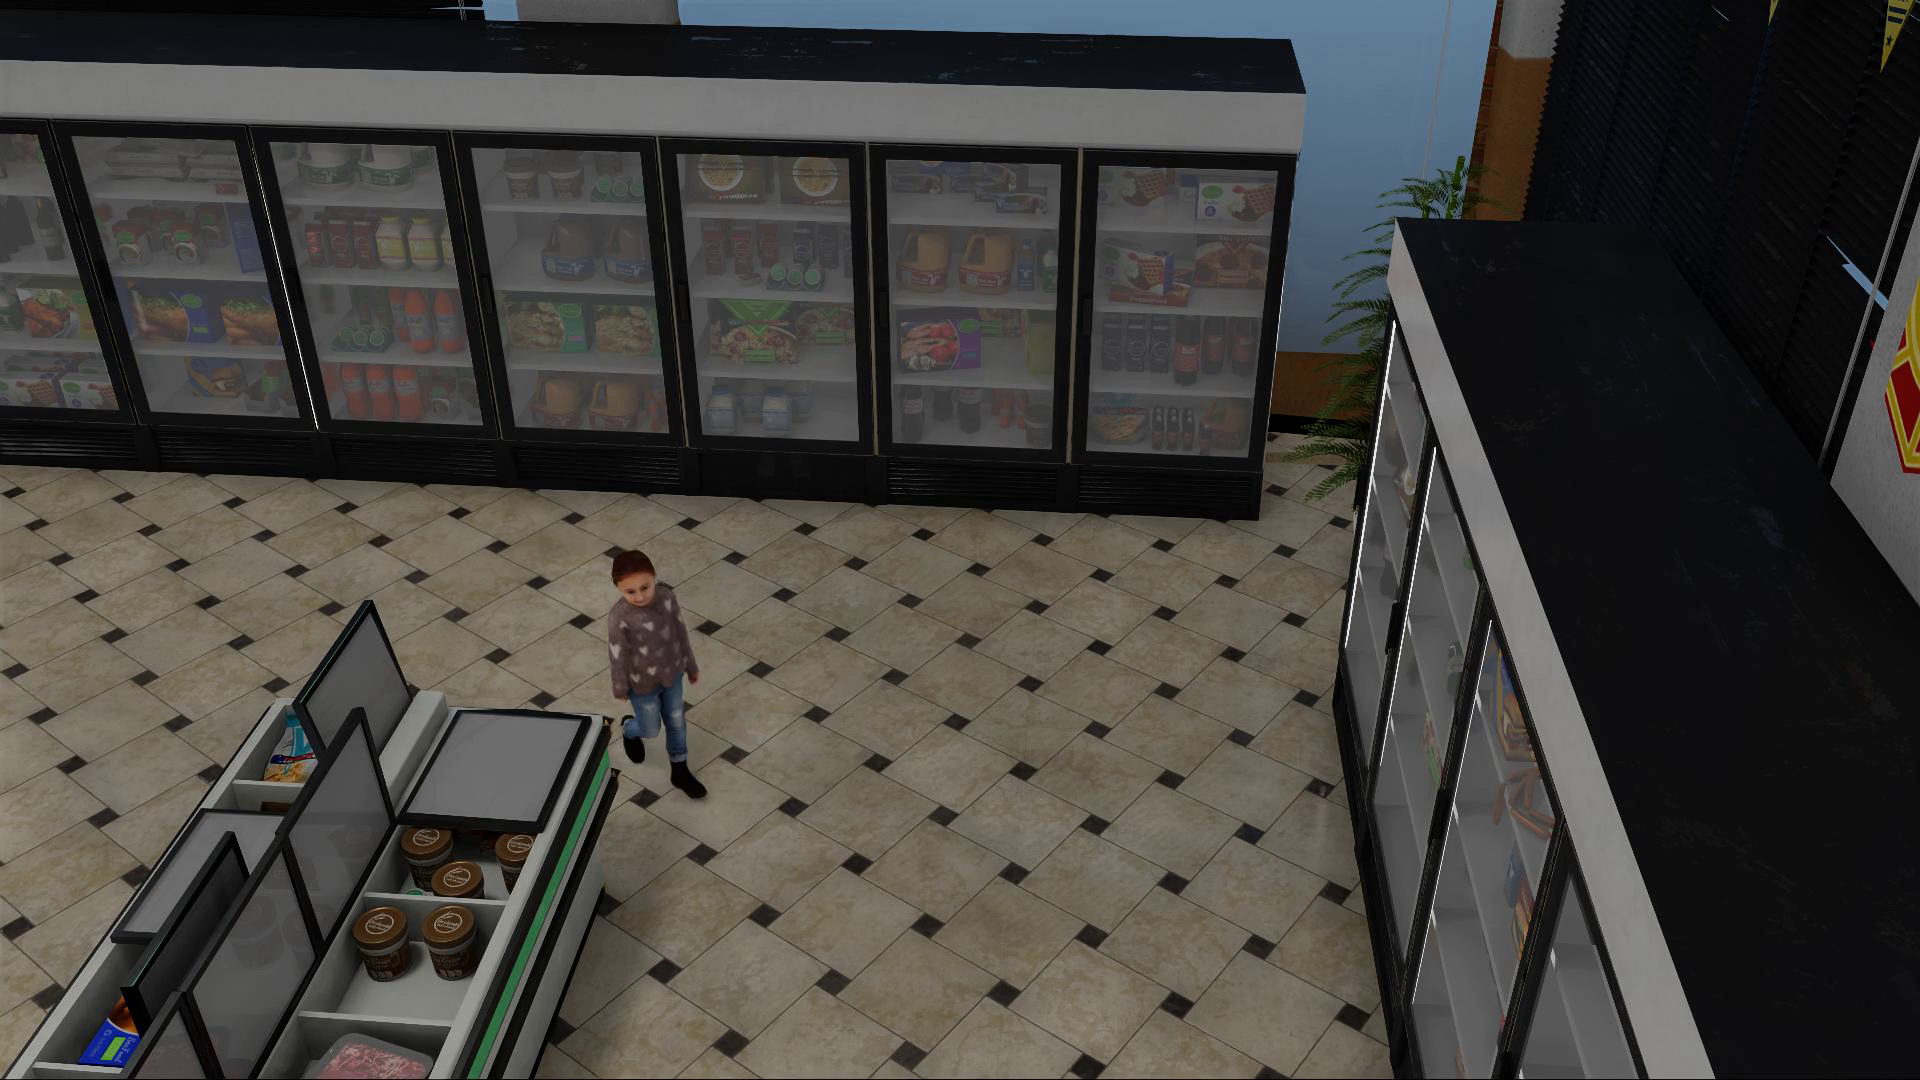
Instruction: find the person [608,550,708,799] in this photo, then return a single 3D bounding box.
[{"bbox_3d":[-1.265,0.519,6.723,0.726,1.179,0.786,-26,40,-35],"label":"person"}]
